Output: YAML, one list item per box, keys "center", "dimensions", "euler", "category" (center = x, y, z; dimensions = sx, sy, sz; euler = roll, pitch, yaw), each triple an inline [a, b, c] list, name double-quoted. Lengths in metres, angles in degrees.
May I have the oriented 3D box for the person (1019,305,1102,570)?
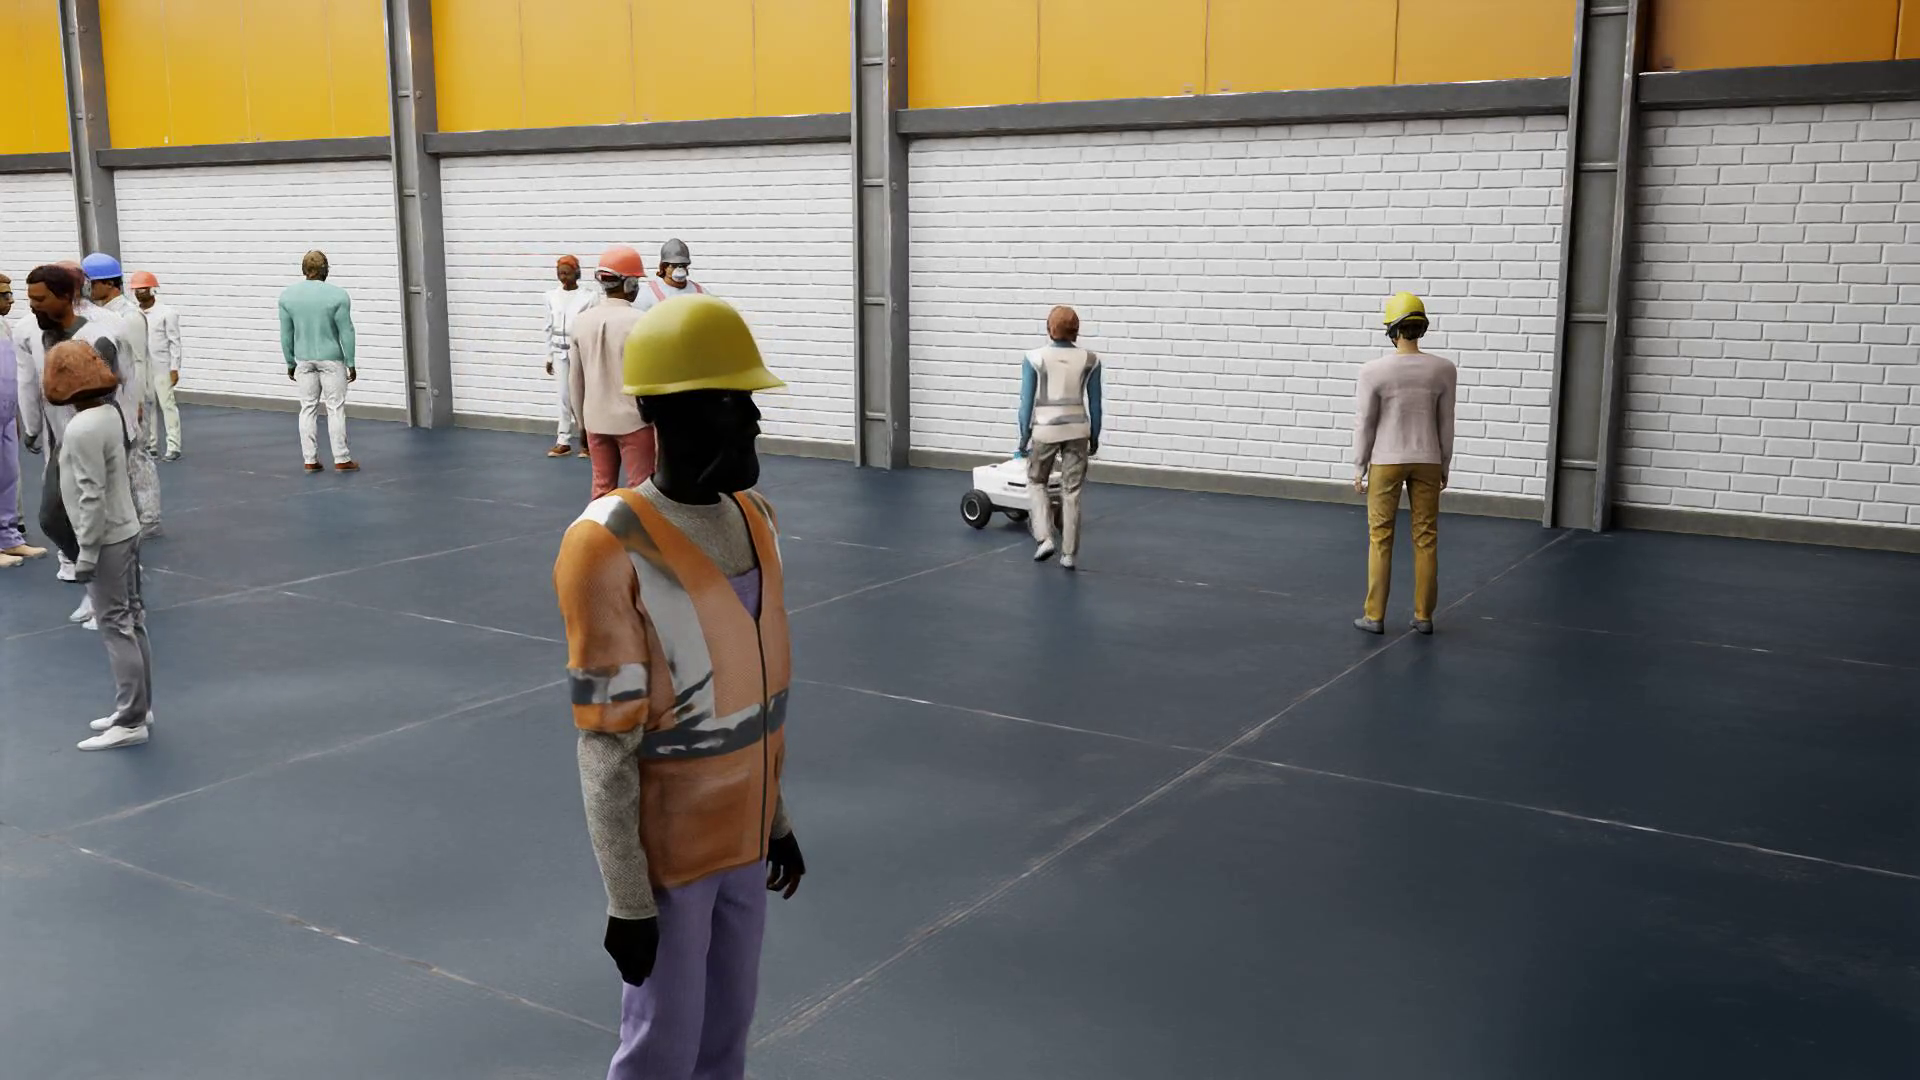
- center: [0.623, -0.631, 10.281]
  dimensions: [0.540, 1.621, 0.435]
  euler: [-1, 10, -7]
  category: "person"

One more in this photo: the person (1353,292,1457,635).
- center: [2.268, -0.383, 8.547]
  dimensions: [0.524, 1.761, 0.339]
  euler: [0, 10, -3]
  category: "person"

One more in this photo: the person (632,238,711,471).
- center: [-2.210, -1.360, 13.166]
  dimensions: [0.690, 2.000, 0.538]
  euler: [-7, 13, -35]
  category: "person"

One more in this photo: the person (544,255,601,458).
- center: [-3.606, -1.701, 15.505]
  dimensions: [0.574, 1.878, 0.358]
  euler: [3, 11, 14]
  category: "person"

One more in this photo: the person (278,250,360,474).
- center: [-5.545, -1.536, 14.423]
  dimensions: [0.635, 1.937, 0.354]
  euler: [0, 10, 2]
  category: "person"

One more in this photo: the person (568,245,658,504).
- center: [-1.891, -0.649, 9.355]
  dimensions: [0.622, 1.992, 0.396]
  euler: [5, 11, 24]
  category: "person"

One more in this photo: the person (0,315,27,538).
- center: [-6.582, -0.912, 11.260]
  dimensions: [0.404, 1.830, 0.602]
  euler: [-8, 13, -36]
  category: "person"

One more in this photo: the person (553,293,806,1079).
- center: [-0.471, 0.526, 3.022]
  dimensions: [0.355, 1.930, 0.587]
  euler: [4, 11, 21]
  category: "person"

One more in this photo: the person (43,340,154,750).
- center: [-3.437, 0.020, 6.650]
  dimensions: [0.285, 1.631, 0.501]
  euler: [-3, 11, -15]
  category: "person"

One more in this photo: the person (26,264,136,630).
- center: [-4.564, -0.473, 8.656]
  dimensions: [0.630, 1.897, 0.456]
  euler: [4, 11, 23]
  category: "person"

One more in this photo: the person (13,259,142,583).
- center: [-5.216, -0.700, 9.878]
  dimensions: [0.640, 1.910, 0.407]
  euler: [-6, 12, -29]
  category: "person"

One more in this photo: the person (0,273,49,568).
- center: [-5.995, -0.747, 10.347]
  dimensions: [0.349, 1.840, 0.502]
  euler: [-1, 10, -5]
  category: "person"

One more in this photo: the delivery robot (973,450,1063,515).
- center: [0.426, -0.388, 11.637]
  dimensions: [0.477, 0.478, 0.707]
  euler: [-10, 14, -43]
  category: "delivery robot"

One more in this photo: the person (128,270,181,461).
- center: [-7.419, -1.595, 15.258]
  dimensions: [0.561, 1.753, 0.330]
  euler: [2, 11, 13]
  category: "person"

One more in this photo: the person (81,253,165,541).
- center: [-5.682, -0.960, 11.257]
  dimensions: [0.618, 1.933, 0.420]
  euler: [9, 13, 40]
  category: "person"
